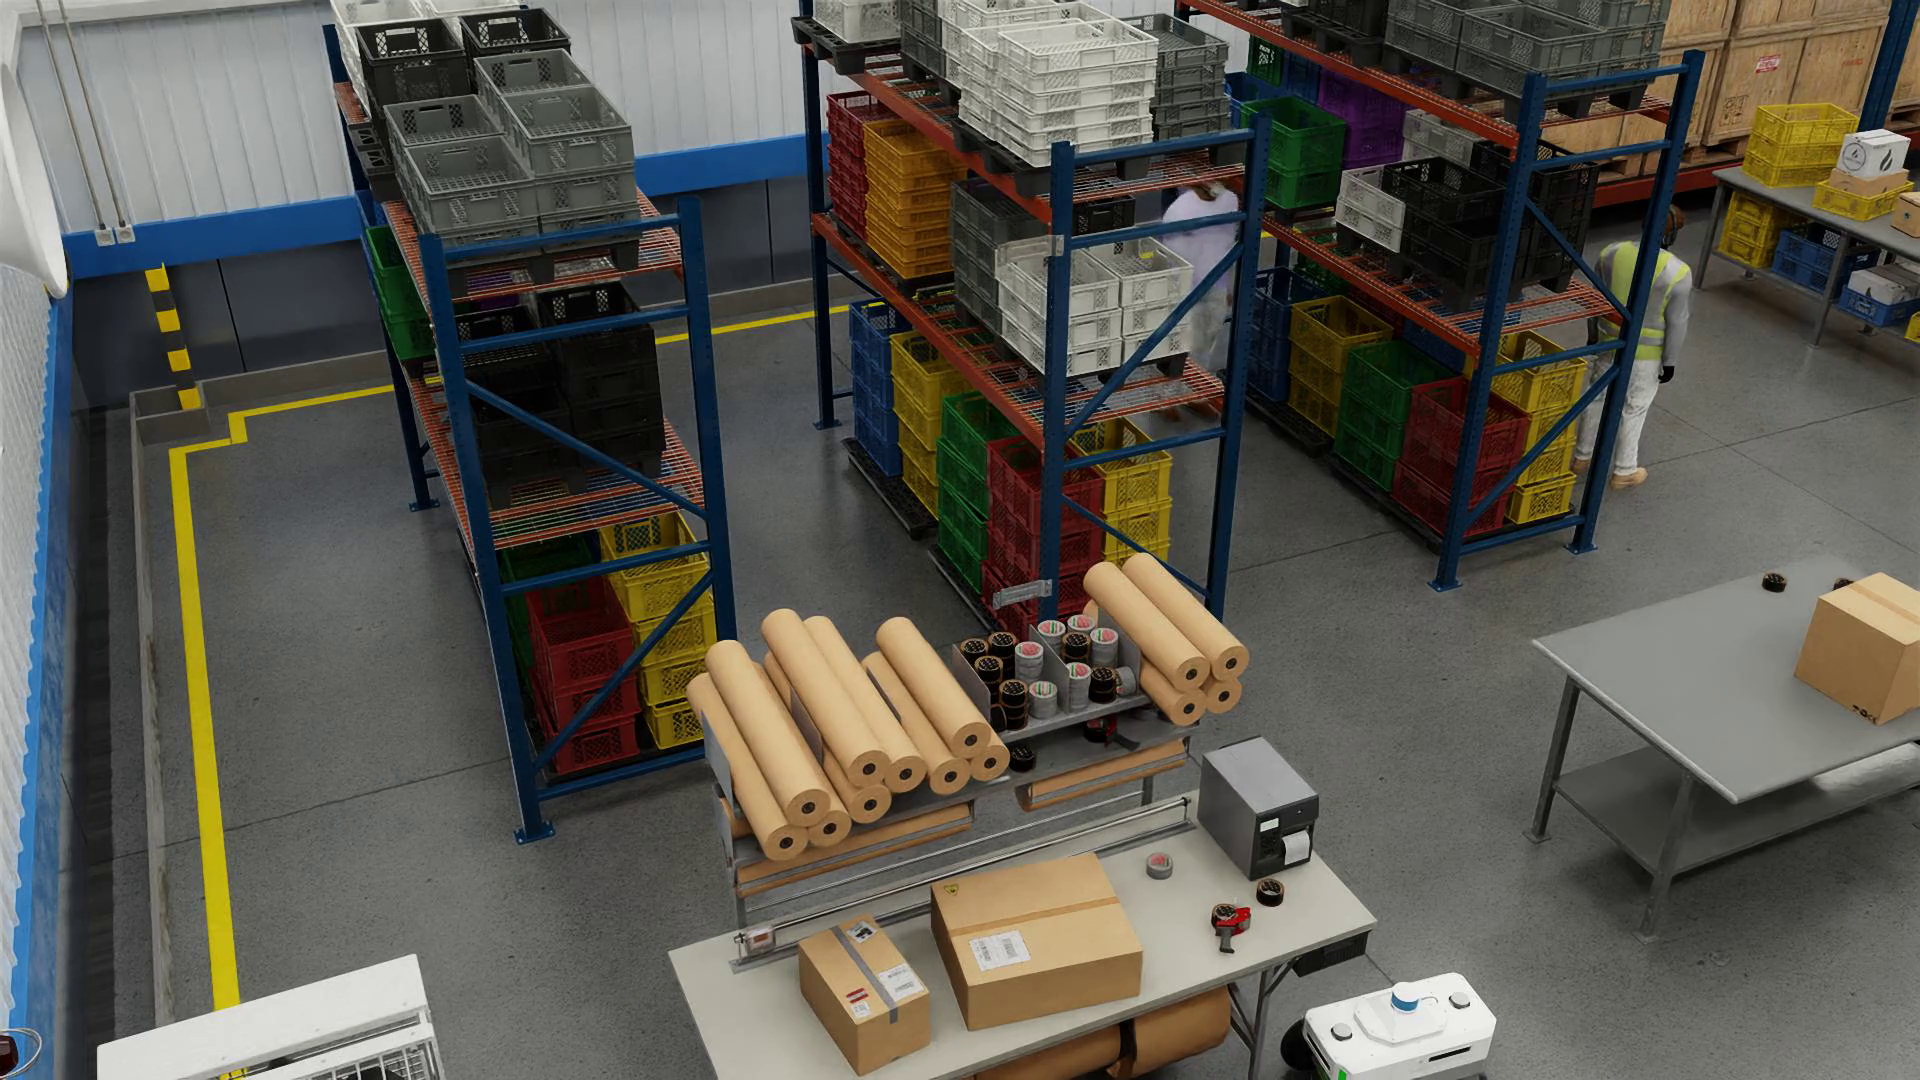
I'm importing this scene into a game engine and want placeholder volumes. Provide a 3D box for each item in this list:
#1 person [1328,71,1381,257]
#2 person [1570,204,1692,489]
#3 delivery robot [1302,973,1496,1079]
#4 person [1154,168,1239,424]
[{"bbox_3d":[3.202,-3.178,13.580,0.572,1.883,0.356,-17,36,-26],"label":"person"},{"bbox_3d":[4.226,-1.221,10.440,0.429,1.841,0.634,-23,38,-33],"label":"person"},{"bbox_3d":[1.703,1.924,6.464,0.707,0.478,0.477,-10,33,-15],"label":"delivery robot"},{"bbox_3d":[1.576,-1.665,11.080,0.637,1.922,0.463,-21,37,-30],"label":"person"}]
